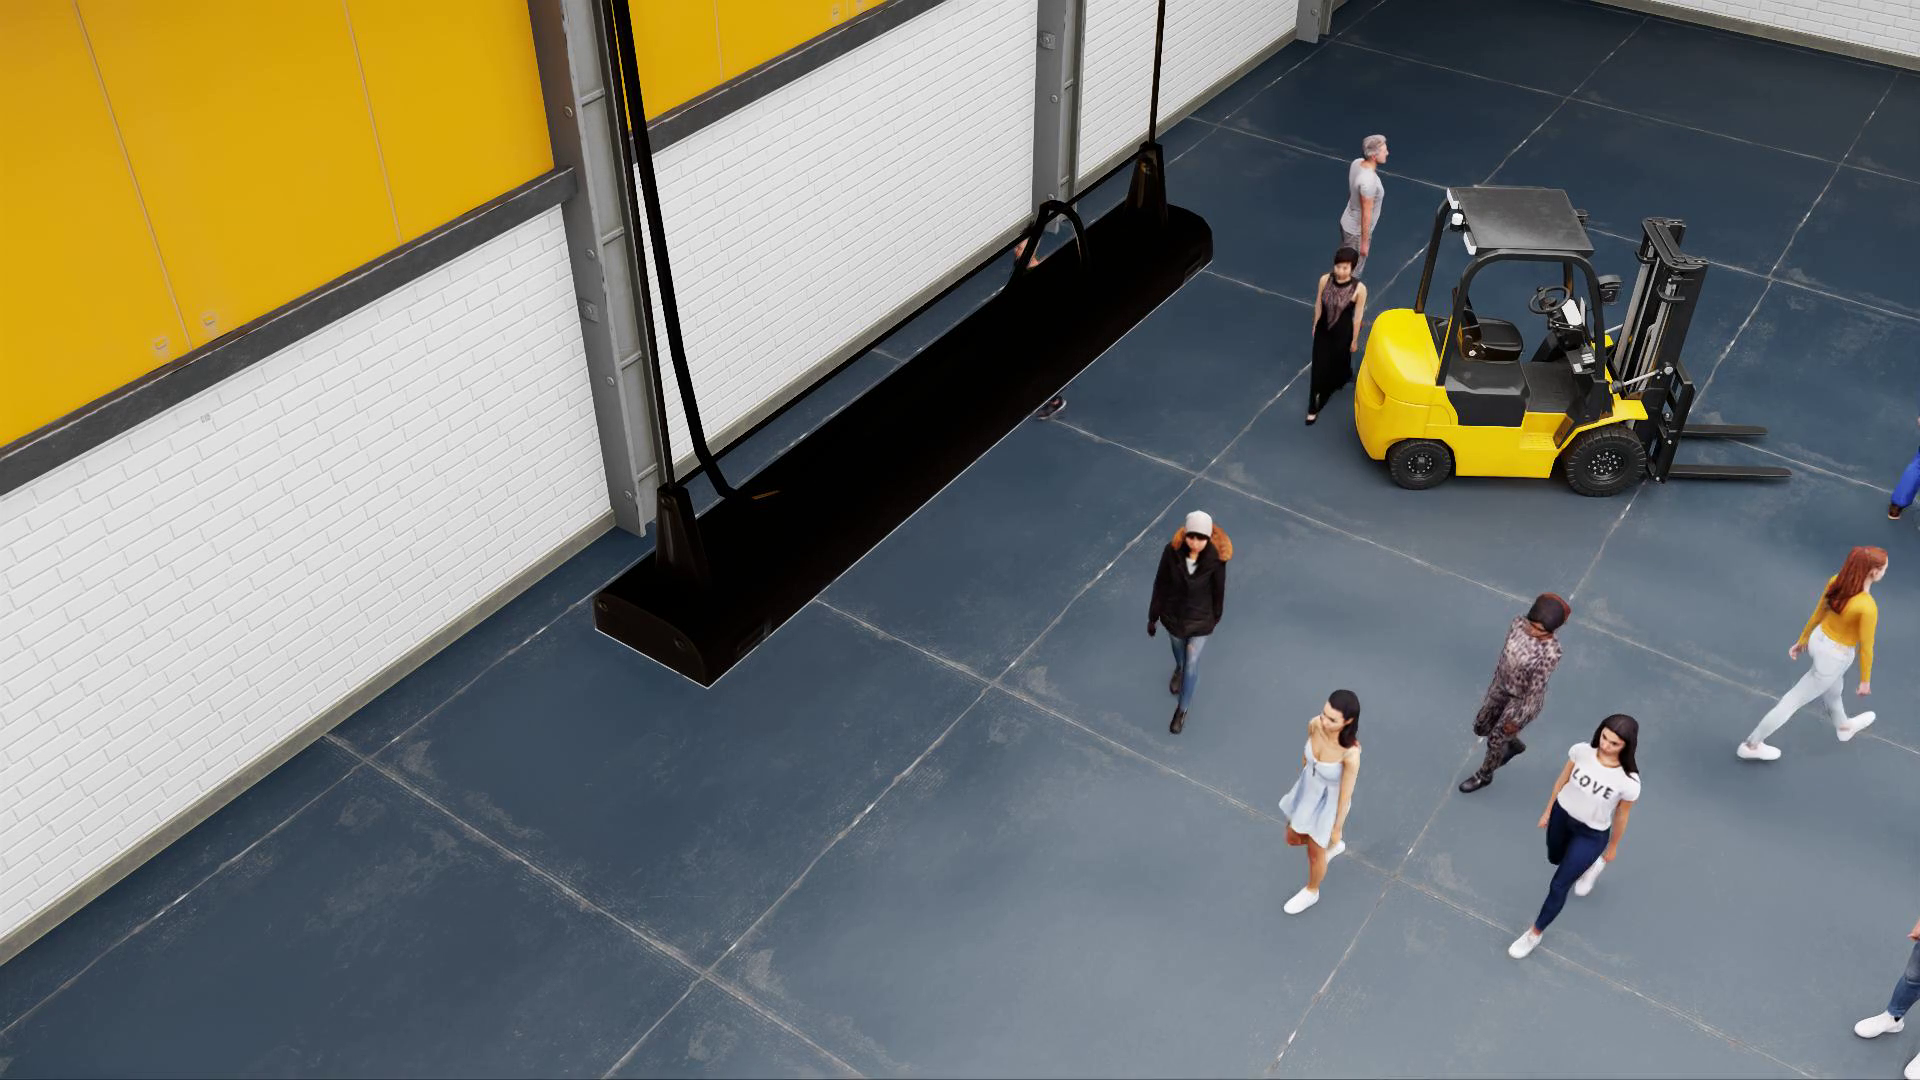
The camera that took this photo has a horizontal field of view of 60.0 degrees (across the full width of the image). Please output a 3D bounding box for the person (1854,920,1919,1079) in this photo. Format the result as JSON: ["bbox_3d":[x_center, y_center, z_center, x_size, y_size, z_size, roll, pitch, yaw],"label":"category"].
[{"bbox_3d":[5.281,2.124,8.721,0.732,1.886,0.752,-19,42,-22],"label":"person"}]

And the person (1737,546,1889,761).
[{"bbox_3d":[5.405,0.784,10.558,1.203,1.687,1.161,-4,39,-6],"label":"person"}]

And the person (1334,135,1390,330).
[{"bbox_3d":[3.554,-2.782,14.911,0.823,1.828,0.712,-1,39,-1],"label":"person"}]

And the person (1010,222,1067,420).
[{"bbox_3d":[0.600,-1.754,13.605,1.134,1.851,1.034,-12,40,-14],"label":"person"}]

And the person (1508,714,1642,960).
[{"bbox_3d":[3.567,1.613,9.472,1.156,1.748,0.846,-25,45,-28],"label":"person"}]

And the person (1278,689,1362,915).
[{"bbox_3d":[2.174,1.489,9.652,0.851,1.717,0.735,-23,44,-26],"label":"person"}]

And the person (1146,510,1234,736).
[{"bbox_3d":[1.520,0.429,11.070,0.784,1.602,1.036,14,41,16],"label":"person"}]

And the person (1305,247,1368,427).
[{"bbox_3d":[3.148,-1.728,13.791,0.621,1.578,0.941,22,44,25],"label":"person"}]

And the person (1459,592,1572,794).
[{"bbox_3d":[3.527,0.962,10.331,0.870,1.692,0.800,-11,40,-13],"label":"person"}]
